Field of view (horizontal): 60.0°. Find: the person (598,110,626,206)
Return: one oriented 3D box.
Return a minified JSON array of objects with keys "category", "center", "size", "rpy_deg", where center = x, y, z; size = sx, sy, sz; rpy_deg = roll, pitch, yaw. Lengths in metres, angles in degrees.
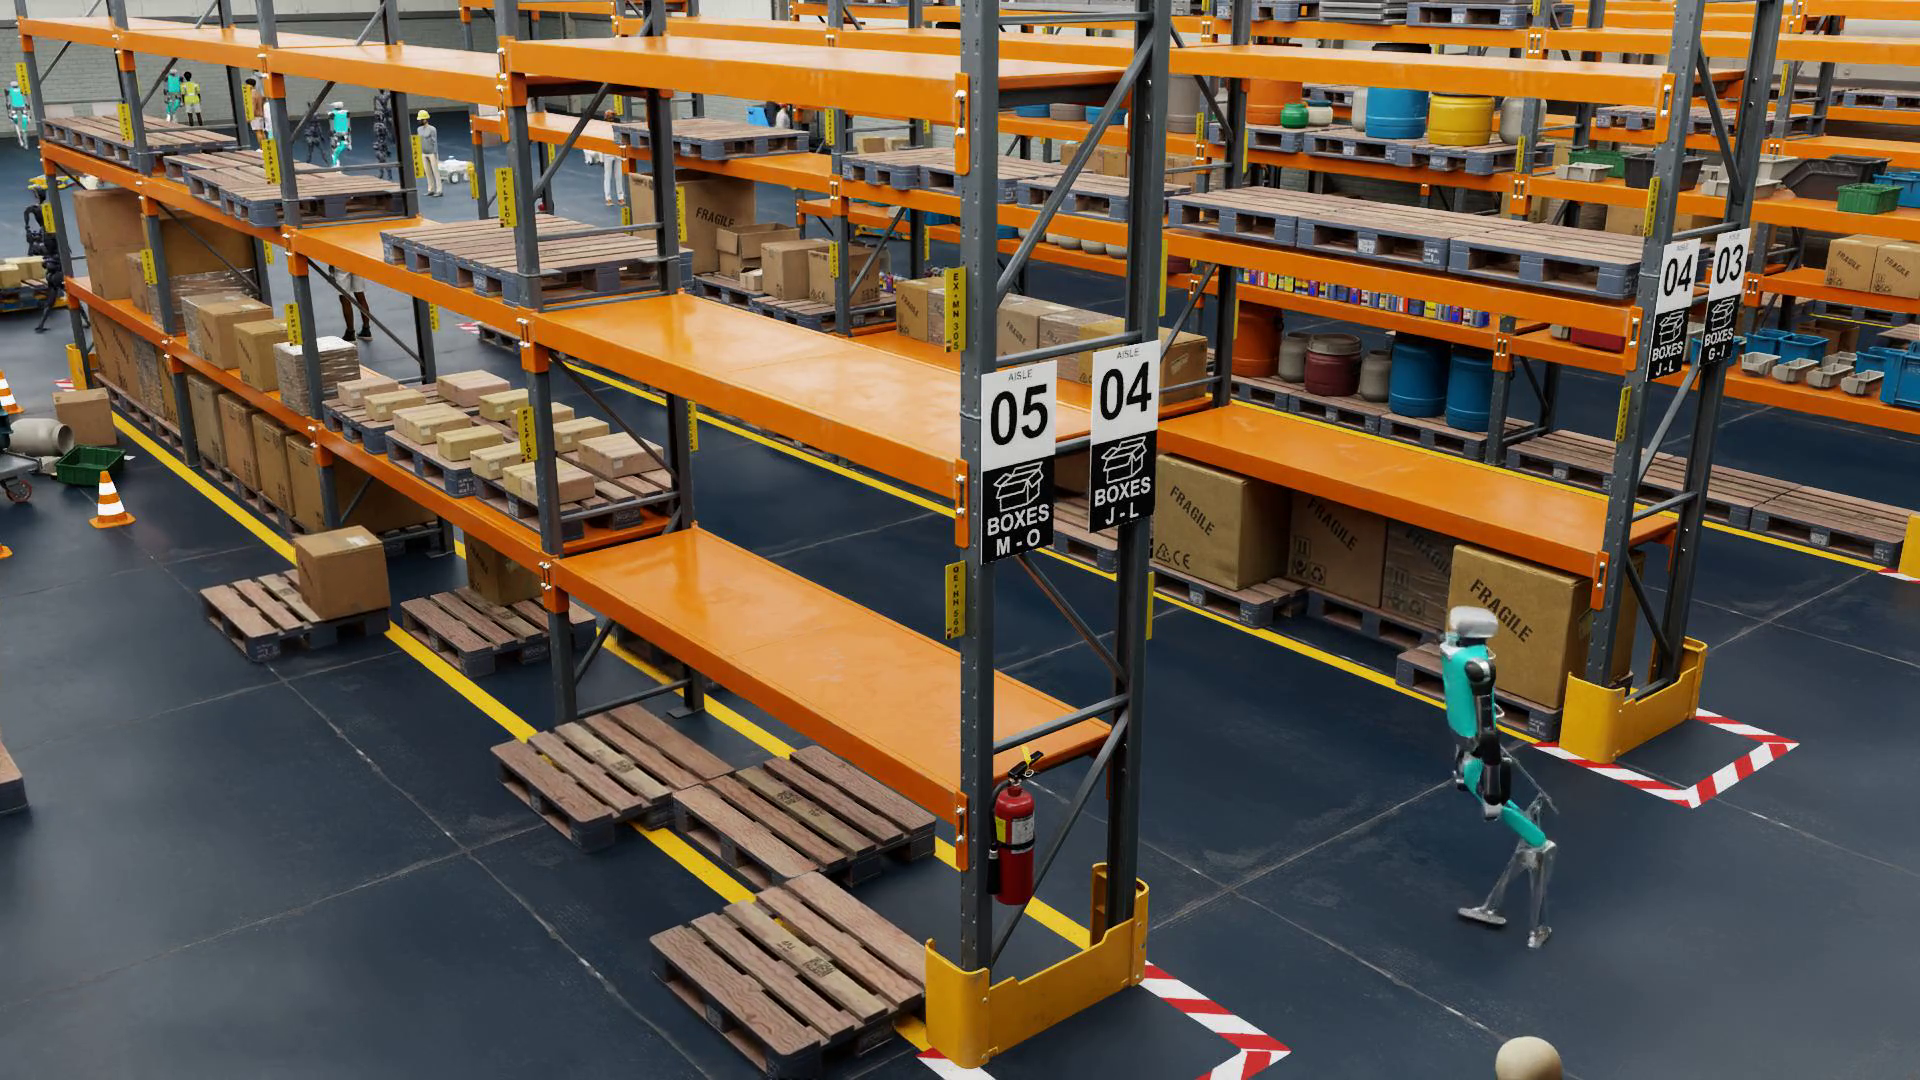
[{"category":"person","center":[-6.950,-7.641,33.267],"size":[0.565,1.878,0.352],"rpy_deg":[-12,23,-31]}]

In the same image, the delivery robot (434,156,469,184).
[{"category":"delivery robot","center":[-11.230,-8.177,36.755],"size":[0.499,0.581,0.767],"rpy_deg":[7,21,20]}]

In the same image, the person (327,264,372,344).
[{"category":"person","center":[-7.883,-3.509,21.366],"size":[0.361,1.963,0.613],"rpy_deg":[11,22,28]}]

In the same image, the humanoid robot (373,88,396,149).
[{"category":"humanoid robot","center":[-14.870,-10.993,43.123],"size":[0.612,1.626,0.529],"rpy_deg":[-8,21,-21]}]

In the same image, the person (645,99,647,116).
[{"category":"person","center":[-7.382,-10.245,40.547],"size":[0.554,1.960,0.470],"rpy_deg":[-11,22,-29]}]

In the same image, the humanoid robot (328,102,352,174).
[{"category":"humanoid robot","center":[-13.677,-8.679,36.466],"size":[0.820,1.807,0.540],"rpy_deg":[12,23,31]}]

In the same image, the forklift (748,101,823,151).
[{"category":"forklift","center":[-4.526,-11.368,42.374],"size":[1.129,2.768,1.873],"rpy_deg":[-15,24,-37]}]

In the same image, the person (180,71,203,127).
[{"category":"person","center":[-21.642,-12.324,46.855],"size":[0.531,1.696,0.319],"rpy_deg":[-14,24,-34]}]

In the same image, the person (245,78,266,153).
[{"category":"person","center":[-17.795,-10.732,42.086],"size":[0.384,1.853,0.801],"rpy_deg":[-1,19,-3]}]

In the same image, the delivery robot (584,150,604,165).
[{"category":"delivery robot","center":[-8.768,-9.328,40.024],"size":[0.499,0.576,0.757],"rpy_deg":[-12,23,-31]}]

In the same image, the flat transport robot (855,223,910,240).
[{"category":"flat transport robot","center":[-1.192,-5.537,29.694],"size":[1.431,0.231,0.659],"rpy_deg":[11,22,30]}]

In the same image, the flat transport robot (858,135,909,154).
[{"category":"flat transport robot","center":[-1.742,-8.204,37.285],"size":[1.431,0.231,0.659],"rpy_deg":[-8,21,-21]}]

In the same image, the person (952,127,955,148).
[{"category":"person","center":[0.062,-7.366,32.697],"size":[0.553,1.730,0.850],"rpy_deg":[-16,25,-38]}]

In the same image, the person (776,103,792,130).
[{"category":"person","center":[-3.773,-8.765,36.509],"size":[0.683,1.848,0.571],"rpy_deg":[-3,20,-7]}]

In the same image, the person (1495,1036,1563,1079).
[{"category":"person","center":[1.607,2.303,5.078],"size":[0.385,1.796,0.604],"rpy_deg":[-11,22,-28]}]

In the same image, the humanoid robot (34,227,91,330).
[{"category":"humanoid robot","center":[-12.011,-3.585,22.125],"size":[0.789,1.635,0.607],"rpy_deg":[-17,26,-40]}]

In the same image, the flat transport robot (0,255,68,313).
[{"category":"flat transport robot","center":[-13.376,-3.347,23.463],"size":[0.659,0.231,1.431],"rpy_deg":[18,26,41]}]

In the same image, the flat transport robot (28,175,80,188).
[{"category":"flat transport robot","center":[-19.639,-7.810,36.163],"size":[0.659,0.231,1.431],"rpy_deg":[-2,19,-5]}]

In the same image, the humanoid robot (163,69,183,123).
[{"category":"humanoid robot","center":[-22.357,-12.451,47.152],"size":[0.585,1.776,0.876],"rpy_deg":[-16,25,-38]}]

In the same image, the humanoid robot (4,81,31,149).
[{"category":"humanoid robot","center":[-24.352,-10.982,43.054],"size":[0.538,1.774,1.027],"rpy_deg":[-12,22,-30]}]

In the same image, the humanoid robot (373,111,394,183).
[{"category":"humanoid robot","center":[-12.280,-8.325,35.530],"size":[0.625,1.639,0.587],"rpy_deg":[-2,19,-5]}]

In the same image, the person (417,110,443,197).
[{"category":"person","center":[-11.023,-8.004,34.470],"size":[0.516,1.756,0.339],"rpy_deg":[10,22,26]}]

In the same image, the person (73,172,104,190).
[{"category":"person","center":[-15.819,-6.554,30.191],"size":[0.605,1.859,0.448],"rpy_deg":[7,21,19]}]

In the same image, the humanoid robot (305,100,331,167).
[{"category":"humanoid robot","center":[-14.880,-9.323,38.395],"size":[0.760,1.621,0.596],"rpy_deg":[3,20,8]}]

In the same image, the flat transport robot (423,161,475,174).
[{"category":"flat transport robot","center":[-11.853,-8.601,38.414],"size":[1.431,0.231,0.659],"rpy_deg":[4,20,10]}]

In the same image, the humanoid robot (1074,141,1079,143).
[{"category":"humanoid robot","center":[2.267,-7.641,33.560],"size":[0.893,1.830,0.556],"rpy_deg":[-15,24,-36]}]

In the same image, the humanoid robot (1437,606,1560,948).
[{"category":"humanoid robot","center":[2.780,1.190,8.371],"size":[0.853,1.800,0.582],"rpy_deg":[-2,19,-5]}]

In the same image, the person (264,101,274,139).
[{"category":"person","center":[-15.729,-9.419,38.280],"size":[0.507,1.896,0.448],"rpy_deg":[-3,20,-9]}]

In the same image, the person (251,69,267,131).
[{"category":"person","center":[-19.964,-12.624,47.459],"size":[0.402,1.870,0.494],"rpy_deg":[7,21,20]}]

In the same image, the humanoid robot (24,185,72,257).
[{"category":"humanoid robot","center":[-13.160,-4.280,23.992],"size":[0.399,1.643,0.612],"rpy_deg":[12,23,31]}]
